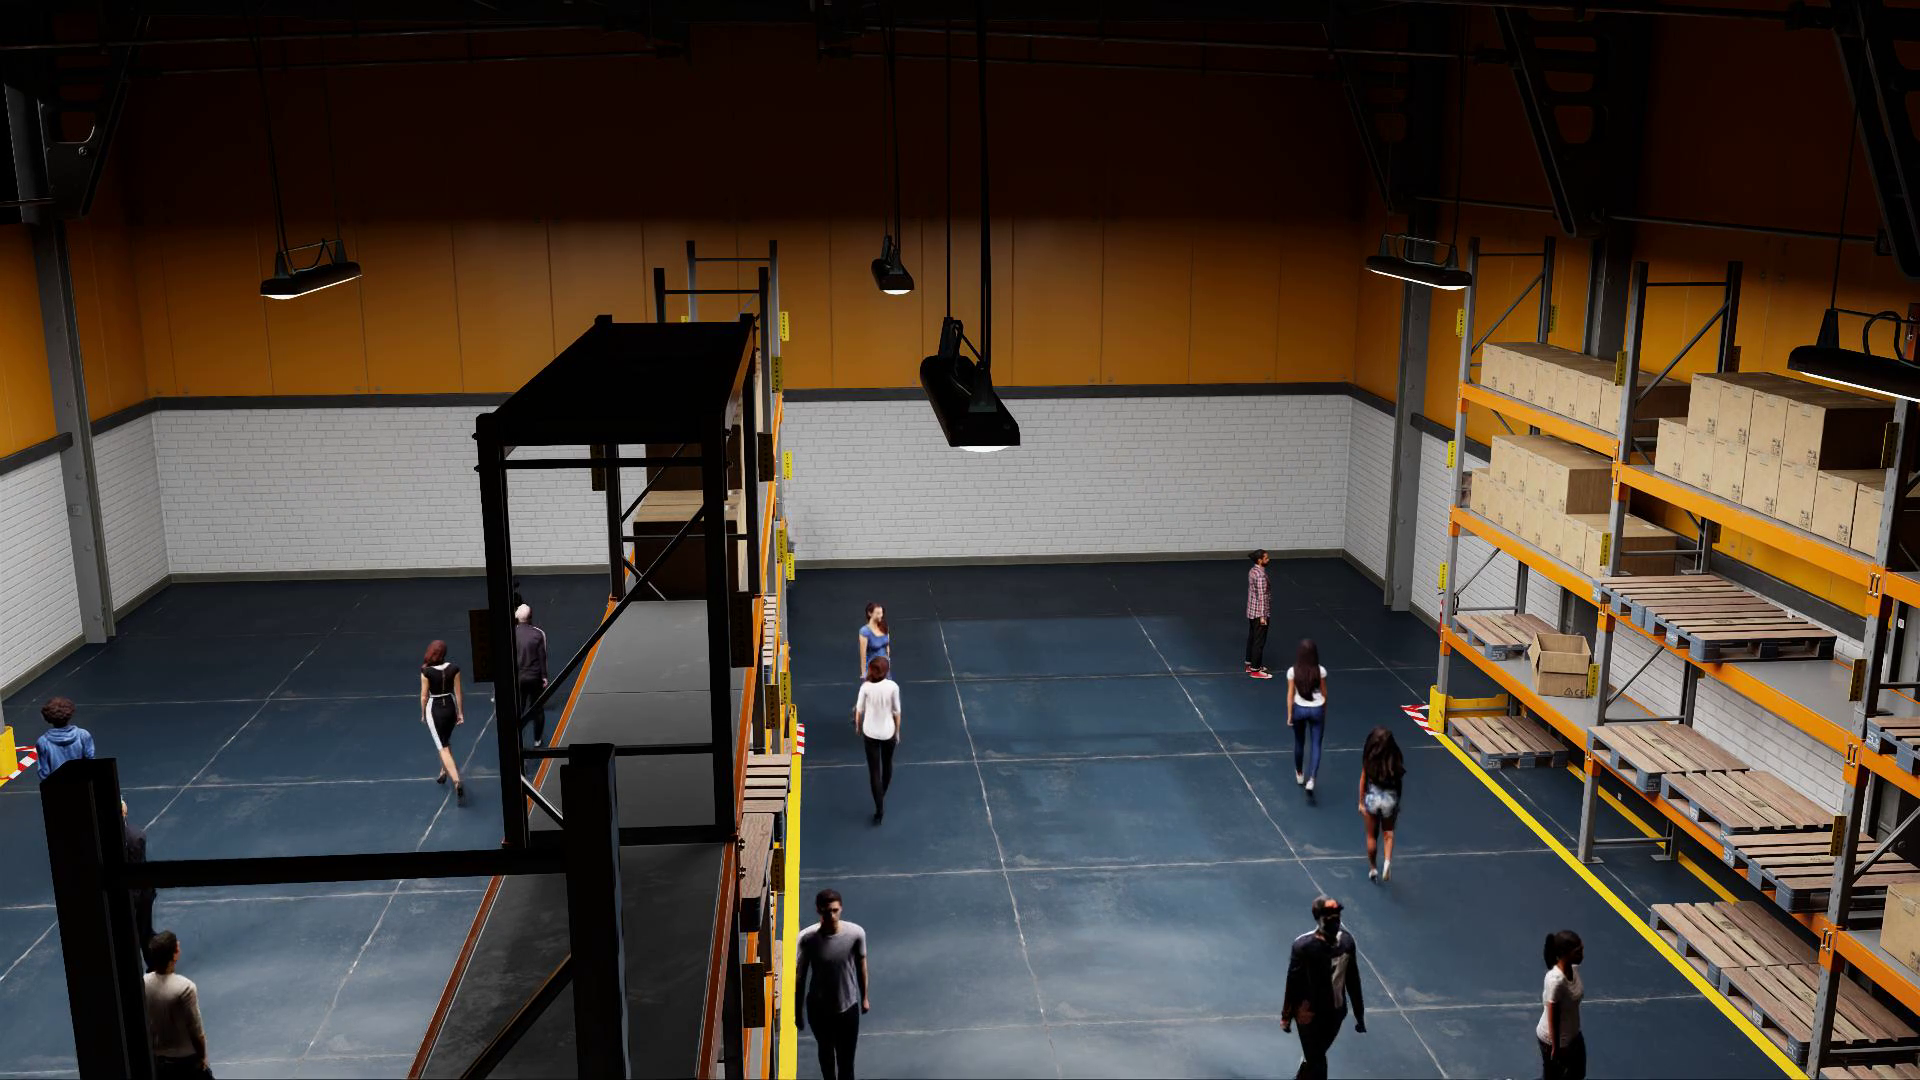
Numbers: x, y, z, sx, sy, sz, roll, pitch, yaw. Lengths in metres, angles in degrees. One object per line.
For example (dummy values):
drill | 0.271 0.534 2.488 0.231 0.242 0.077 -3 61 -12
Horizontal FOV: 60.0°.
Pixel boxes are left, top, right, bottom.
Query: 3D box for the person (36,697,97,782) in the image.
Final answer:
person | -8.783 2.419 16.397 0.762 1.811 0.746 -9 16 -32

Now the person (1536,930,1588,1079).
person | 4.259 3.559 12.049 0.781 1.641 0.720 11 17 37

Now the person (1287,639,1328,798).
person | 3.859 1.975 18.360 0.868 1.749 1.138 4 14 15

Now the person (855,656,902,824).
person | -0.846 2.142 17.655 0.684 1.757 1.043 -3 14 -12

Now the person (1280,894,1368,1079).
person | 2.572 3.435 12.136 0.947 1.841 1.261 -5 15 -21

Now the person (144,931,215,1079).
person | -5.500 3.605 11.519 0.717 1.801 0.739 2 14 9

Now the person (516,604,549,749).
person | -5.064 1.678 19.447 0.651 1.815 0.989 -1 14 -5

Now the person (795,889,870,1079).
person | -0.944 3.410 12.268 0.687 1.827 1.124 -1 14 -5

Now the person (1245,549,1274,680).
person | 4.037 0.973 22.473 0.752 1.761 0.509 -1 14 -6

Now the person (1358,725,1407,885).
person | 4.079 2.599 16.063 0.603 1.616 0.667 1 14 2

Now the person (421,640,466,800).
person | -5.650 2.003 18.228 0.972 1.756 1.179 -10 17 -36

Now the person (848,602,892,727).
person | -1.051 1.599 19.832 1.053 1.787 1.024 10 17 35
